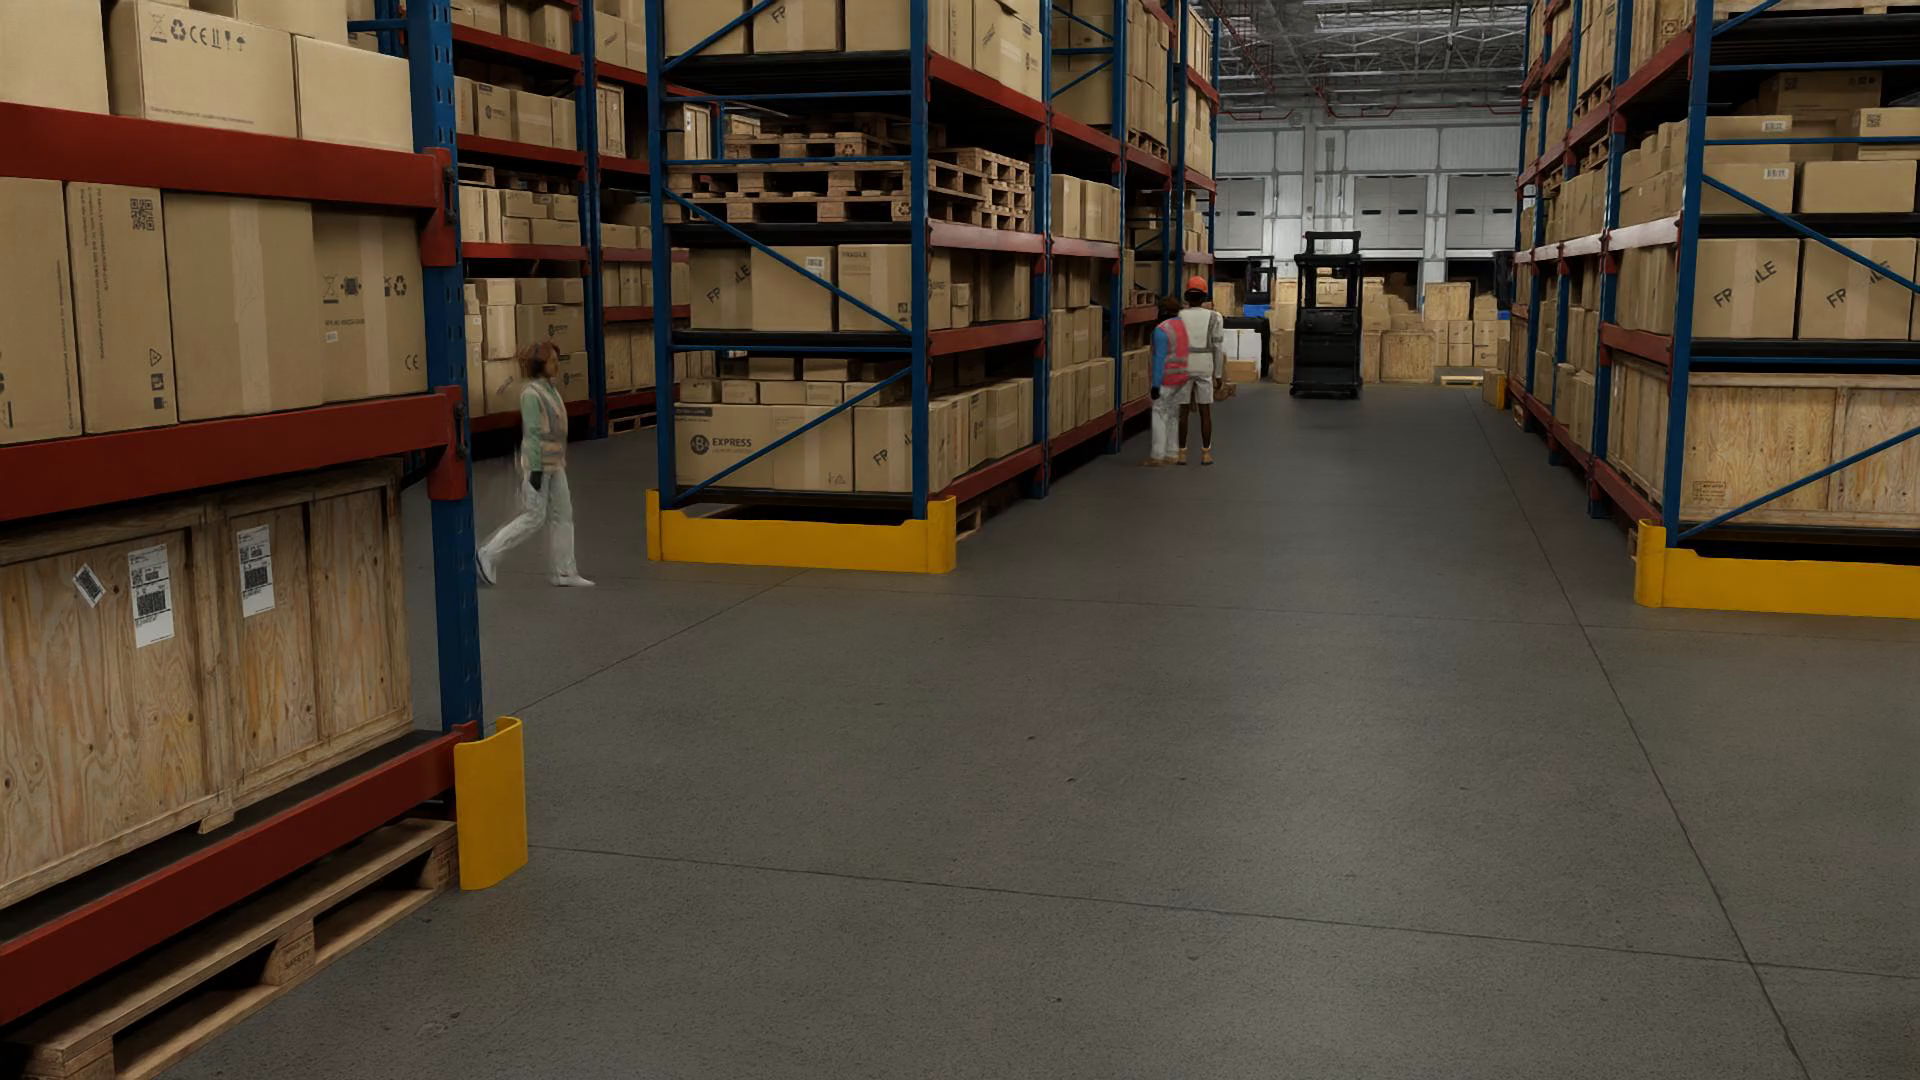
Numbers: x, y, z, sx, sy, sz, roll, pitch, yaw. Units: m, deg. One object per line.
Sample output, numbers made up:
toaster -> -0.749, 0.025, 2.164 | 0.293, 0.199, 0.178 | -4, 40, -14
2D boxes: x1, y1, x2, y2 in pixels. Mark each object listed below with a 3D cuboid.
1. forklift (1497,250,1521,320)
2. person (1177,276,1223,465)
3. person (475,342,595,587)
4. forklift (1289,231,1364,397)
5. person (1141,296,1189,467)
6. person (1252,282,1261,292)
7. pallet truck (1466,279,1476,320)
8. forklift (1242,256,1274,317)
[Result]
forklift -> 16.072, -6.977, 48.097 | 1.129, 2.768, 1.873 | 1, 9, 9
person -> 2.532, -1.822, 17.996 | 0.615, 2.041, 0.376 | 1, 9, 3
person -> -2.782, -0.478, 10.798 | 0.693, 1.622, 0.517 | 1, 9, 5
forklift -> 6.386, -3.911, 28.621 | 1.129, 2.768, 1.873 | 3, 9, 18
person -> 2.228, -1.698, 17.875 | 0.429, 1.843, 0.629 | 7, 11, 37
person -> 10.942, -8.661, 61.955 | 0.574, 1.883, 0.352 | 3, 10, 20
pallet truck -> 18.896, -8.459, 60.307 | 1.885, 1.965, 0.823 | 5, 10, 31
forklift -> 10.671, -8.733, 59.254 | 1.129, 2.768, 1.873 | 2, 9, 15
